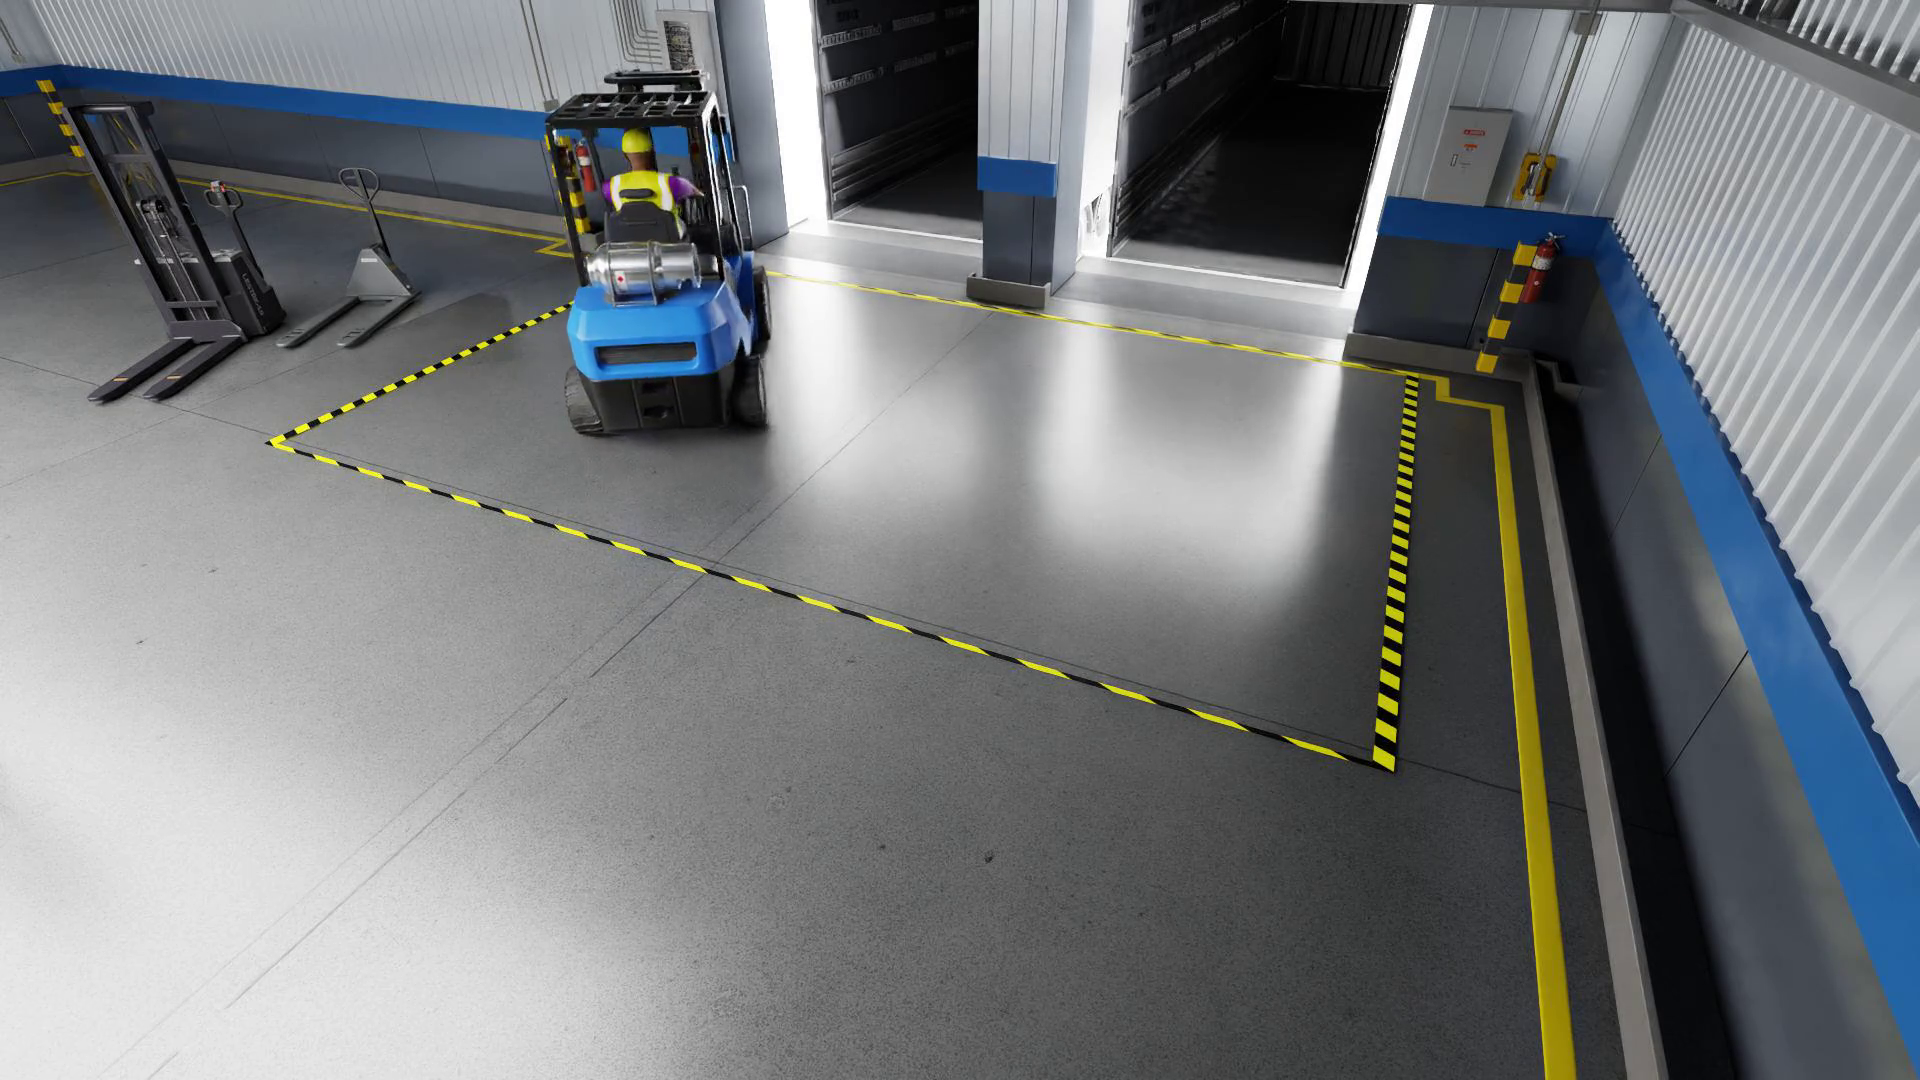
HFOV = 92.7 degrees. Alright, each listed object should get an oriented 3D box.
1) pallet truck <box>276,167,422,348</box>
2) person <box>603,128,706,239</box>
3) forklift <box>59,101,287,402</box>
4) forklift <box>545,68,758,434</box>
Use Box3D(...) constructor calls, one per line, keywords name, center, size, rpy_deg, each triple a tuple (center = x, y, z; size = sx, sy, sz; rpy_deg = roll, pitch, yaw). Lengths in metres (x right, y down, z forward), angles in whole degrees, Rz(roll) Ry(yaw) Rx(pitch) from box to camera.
Box3D(name="pallet truck", center=(-5.732, -2.611, 8.414), size=(0.680, 1.201, 1.601), rpy_deg=(-1, 35, -1))
Box3D(name="person", center=(-2.268, -2.493, 6.950), size=(0.635, 1.293, 1.004), rpy_deg=(-4, 35, -6))
Box3D(name="forklift", center=(-6.686, -2.387, 7.434), size=(0.823, 1.965, 1.885), rpy_deg=(-3, 35, -5))
Box3D(name="forklift", center=(-2.268, -2.306, 7.008), size=(1.157, 2.036, 2.680), rpy_deg=(-4, 35, -6))
